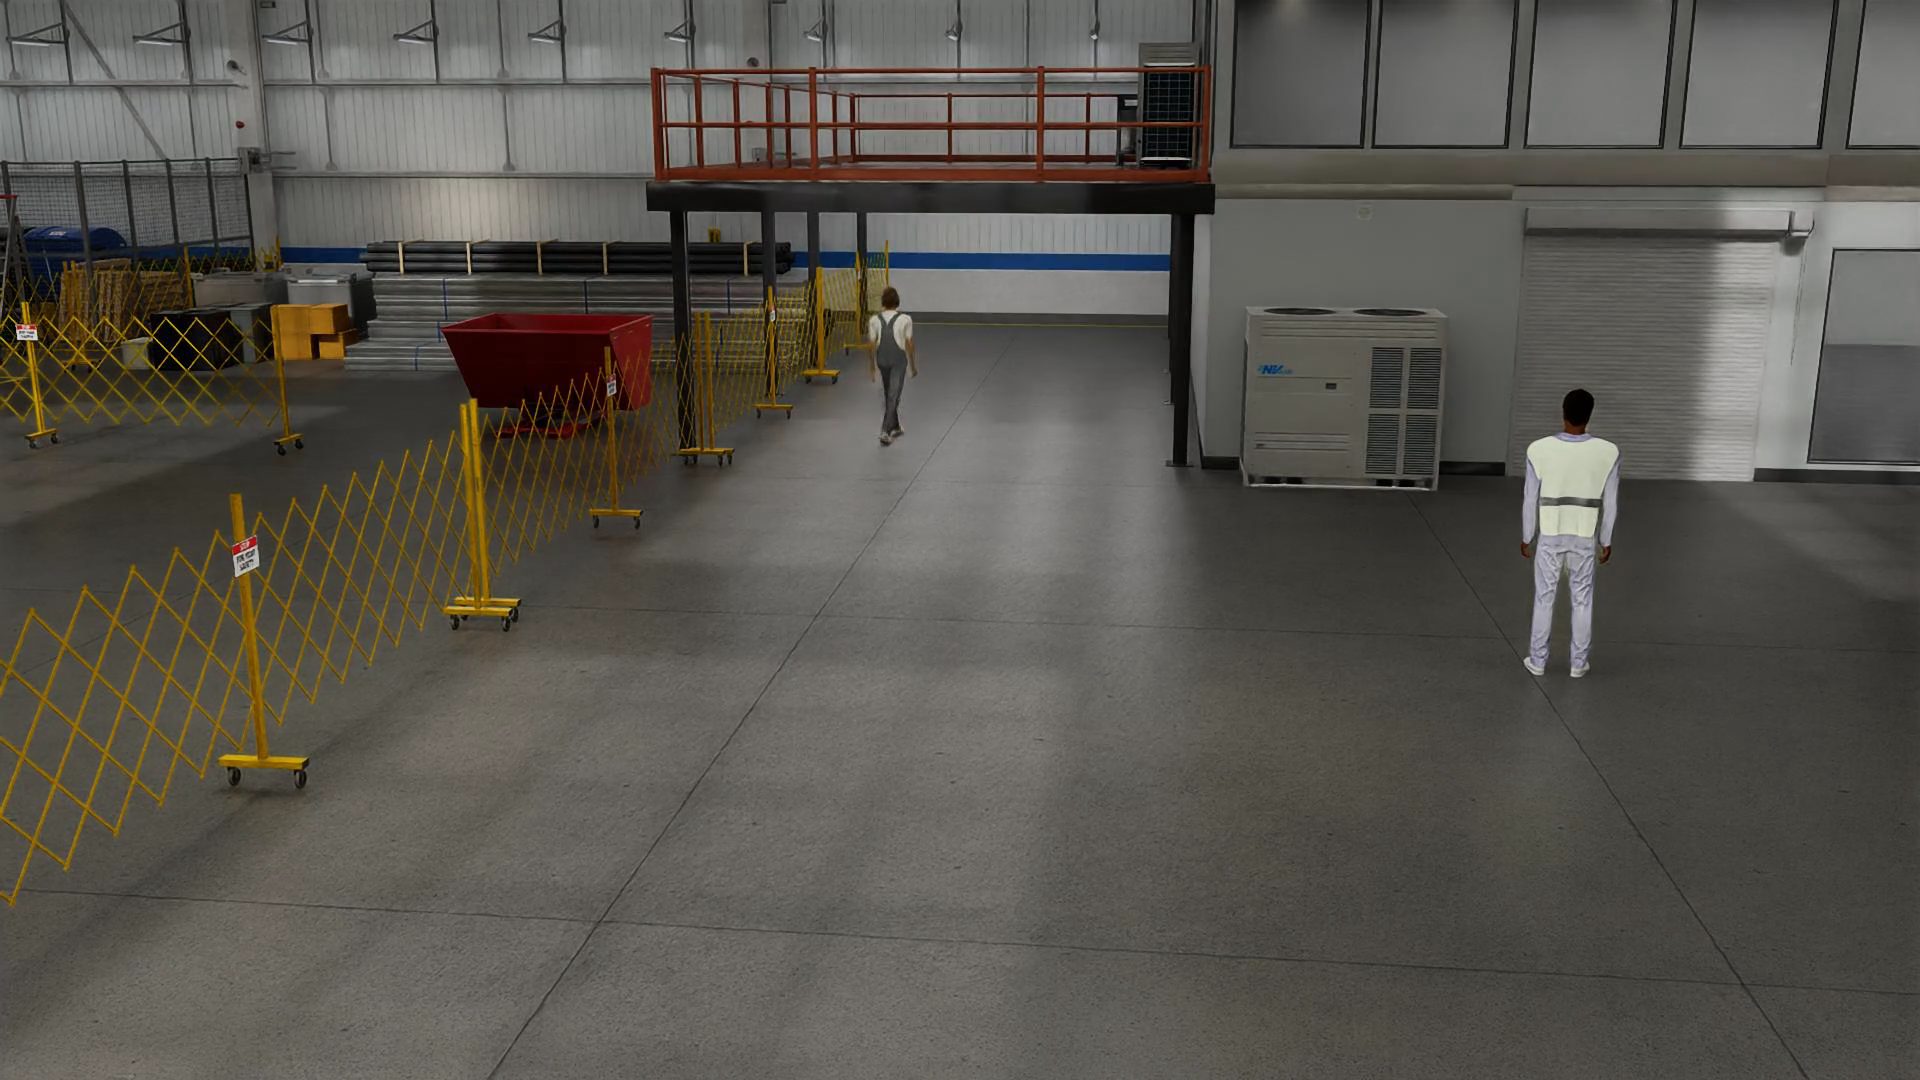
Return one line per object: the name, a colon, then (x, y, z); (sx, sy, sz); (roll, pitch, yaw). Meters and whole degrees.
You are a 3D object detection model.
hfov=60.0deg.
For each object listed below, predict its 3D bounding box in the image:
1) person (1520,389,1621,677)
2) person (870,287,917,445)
person: (3.991, -0.034, 10.936); (0.591, 1.919, 0.392); (4, 14, 14)
person: (-0.804, -2.023, 19.319); (0.512, 1.809, 0.949); (4, 14, 17)
